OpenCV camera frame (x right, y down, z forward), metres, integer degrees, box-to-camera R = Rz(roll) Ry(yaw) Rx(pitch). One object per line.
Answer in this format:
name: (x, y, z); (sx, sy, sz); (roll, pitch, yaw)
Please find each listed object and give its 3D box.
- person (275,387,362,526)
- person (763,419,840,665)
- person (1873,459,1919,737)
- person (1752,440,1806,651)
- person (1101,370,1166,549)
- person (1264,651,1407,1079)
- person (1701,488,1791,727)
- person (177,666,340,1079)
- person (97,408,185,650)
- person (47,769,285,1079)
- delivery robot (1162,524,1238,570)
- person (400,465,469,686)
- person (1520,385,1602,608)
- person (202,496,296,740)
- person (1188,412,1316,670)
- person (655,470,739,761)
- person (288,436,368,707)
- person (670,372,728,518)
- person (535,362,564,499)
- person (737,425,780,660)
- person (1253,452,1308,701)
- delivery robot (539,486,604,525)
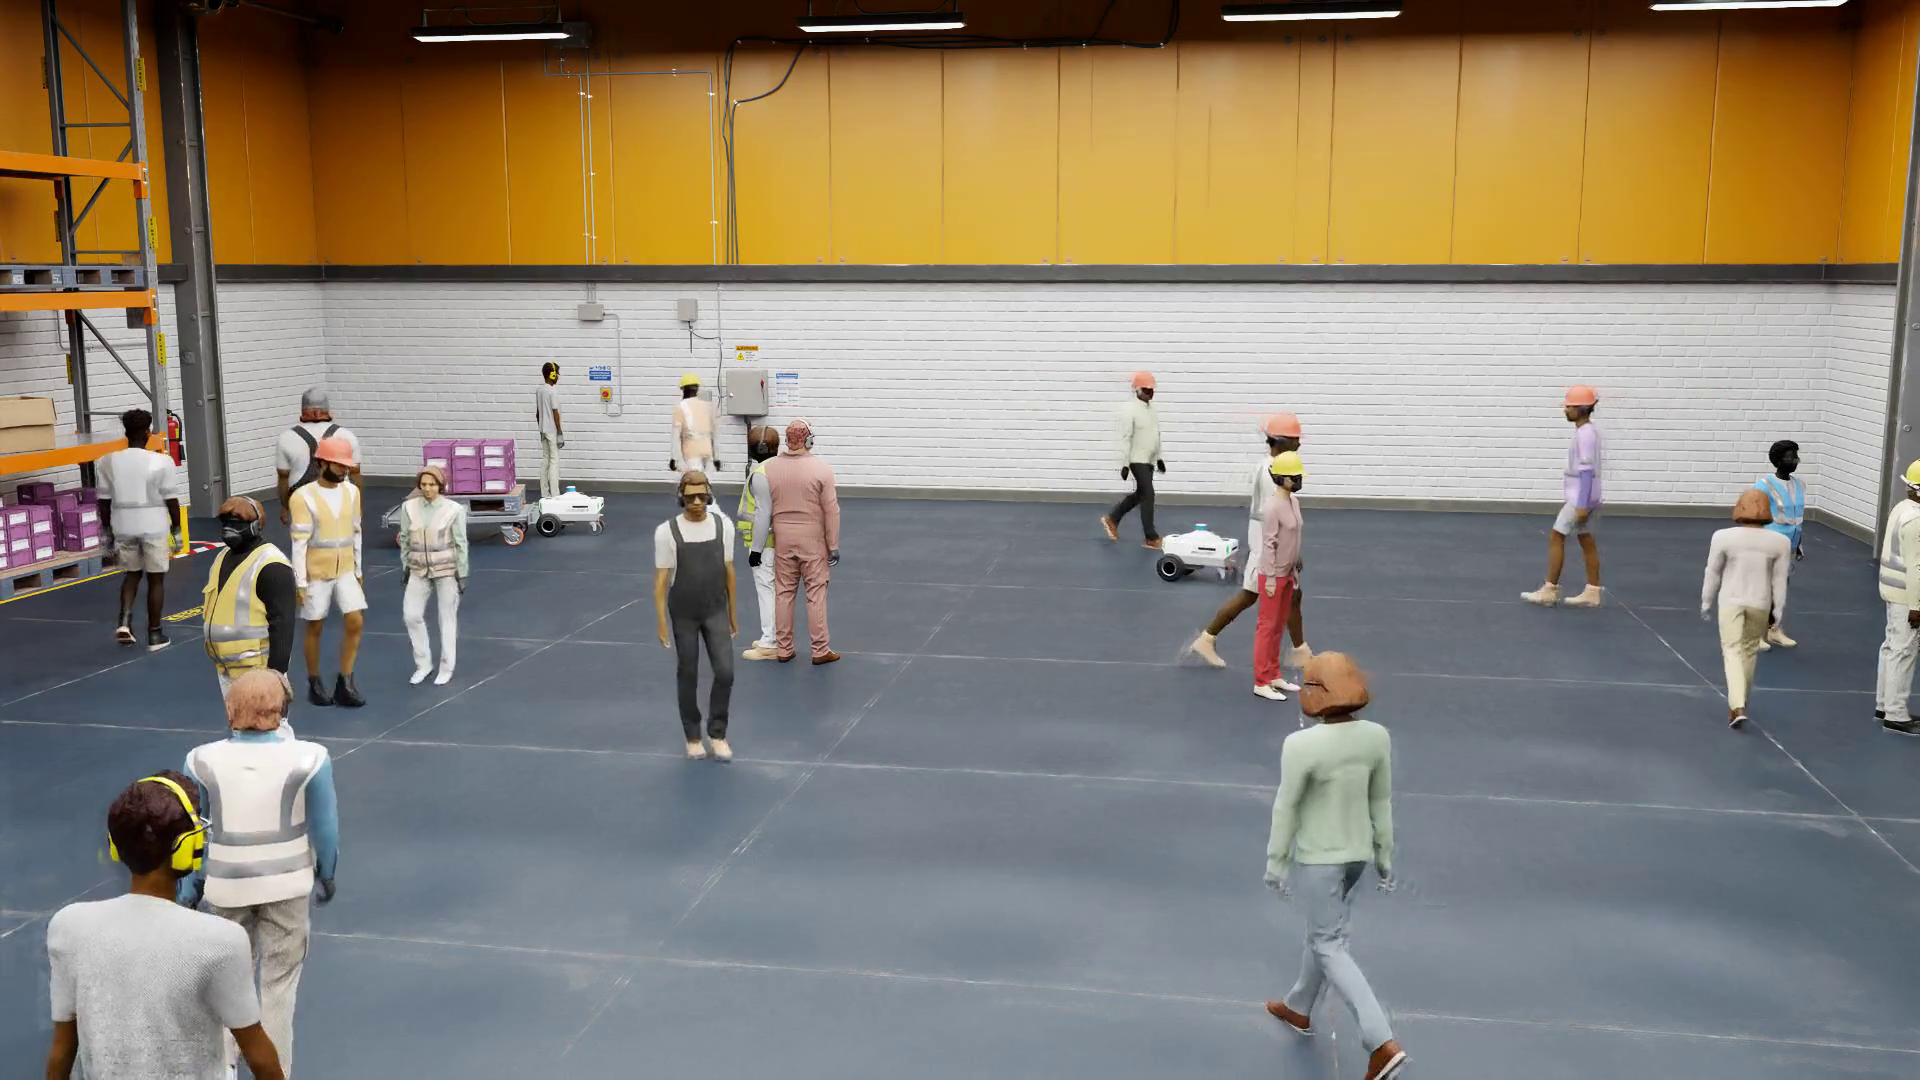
person: (-5.664, -0.346, 14.714); (0.698, 2.000, 0.542); (-4, 10, -24)
person: (-1.218, 0.018, 12.875); (0.643, 1.909, 0.410); (3, 10, 18)
person: (6.282, 0.363, 10.958); (0.403, 1.832, 0.593); (4, 10, 21)
person: (6.579, 0.039, 13.386); (0.535, 1.700, 0.318); (-4, 10, -24)
person: (1.943, -0.901, 18.395); (0.888, 1.971, 0.604); (6, 11, 35)
person: (1.463, 1.227, 6.351); (0.504, 1.598, 0.817); (-5, 11, -30)
person: (5.297, 0.446, 11.226); (0.511, 1.600, 0.861); (2, 9, 13)
person: (-2.519, 1.264, 6.006); (0.528, 1.622, 0.377); (-2, 9, -10)
person: (-6.556, -0.083, 13.352); (0.603, 1.953, 0.410); (0, 9, -3)
person: (-1.904, 1.457, 4.175); (0.566, 1.825, 0.924); (2, 9, 11)
delivery robot: (2.364, 0.085, 16.348); (0.707, 0.478, 0.477); (4, 10, 26)
person: (-3.853, 0.264, 12.172); (0.541, 1.627, 0.415); (1, 9, 7)
person: (5.456, -0.389, 15.038); (0.824, 2.018, 0.638); (4, 10, 24)
person: (-3.833, 0.678, 8.973); (0.626, 1.847, 0.429); (7, 11, 37)
person: (2.284, 0.023, 12.609); (1.073, 2.000, 0.602); (3, 10, 16)
person: (-1.600, 0.481, 10.247); (0.538, 1.823, 0.588); (-4, 10, -22)
person: (-4.355, 0.235, 11.549); (0.695, 1.900, 0.601); (8, 12, 40)
person: (-3.000, -0.995, 19.283); (0.877, 1.875, 0.659); (8, 12, 39)
person: (-5.324, -1.382, 21.695); (0.326, 1.865, 0.519); (-9, 12, -43)
person: (-1.532, 0.016, 13.087); (0.429, 1.845, 0.627); (1, 9, 8)
person: (2.302, 0.247, 11.885); (0.329, 1.769, 0.526); (6, 11, 31)
delivery robot: (-4.485, -0.377, 19.214); (0.707, 0.478, 0.477); (-1, 9, -4)
